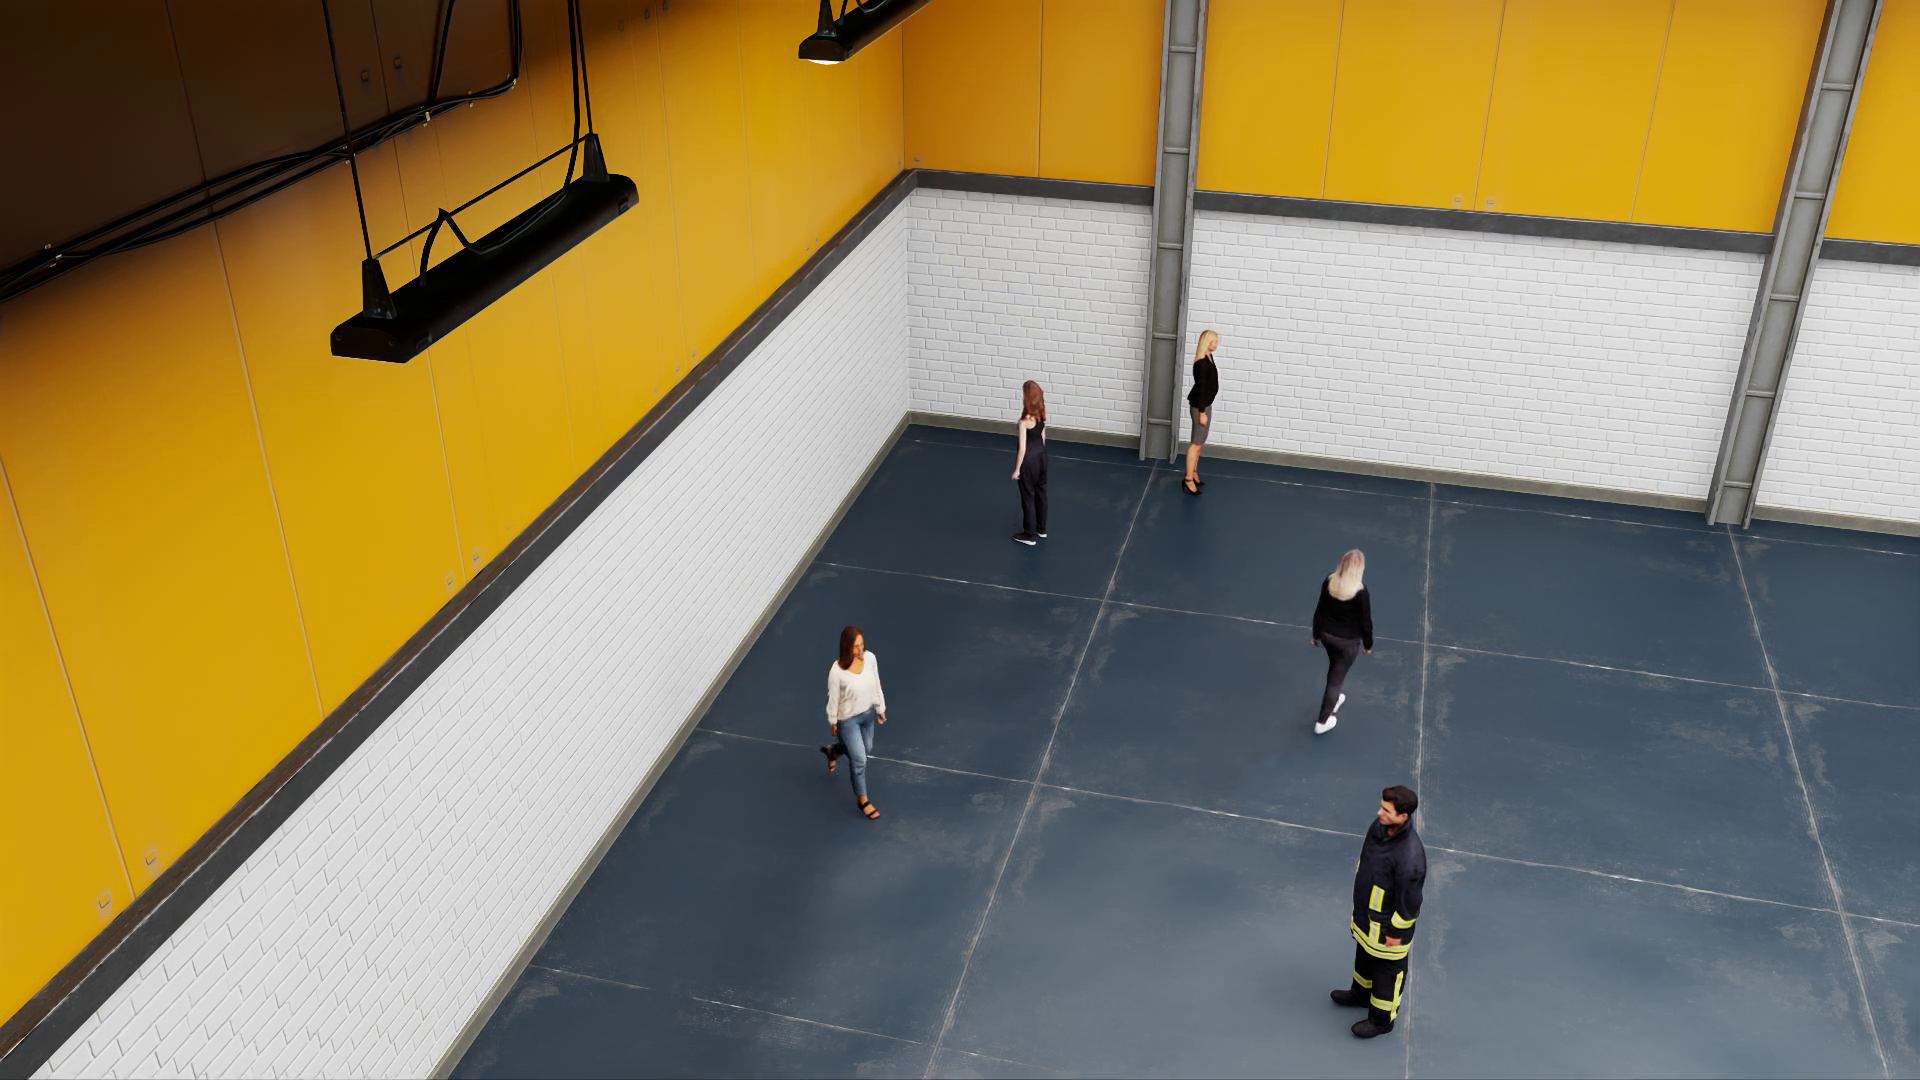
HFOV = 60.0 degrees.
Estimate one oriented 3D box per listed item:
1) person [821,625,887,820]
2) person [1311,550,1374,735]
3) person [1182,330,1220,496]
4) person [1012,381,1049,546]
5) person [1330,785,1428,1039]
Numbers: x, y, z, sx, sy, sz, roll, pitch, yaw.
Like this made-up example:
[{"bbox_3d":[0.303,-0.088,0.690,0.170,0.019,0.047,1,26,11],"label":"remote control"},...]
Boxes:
[{"bbox_3d":[-0.866,1.342,12.872,0.921,1.658,1.067,-24,37,-37],"label":"person"},{"bbox_3d":[3.079,0.873,13.724,0.879,1.666,0.902,24,37,37],"label":"person"},{"bbox_3d":[2.544,-1.362,17.642,0.535,1.839,0.599,7,29,12],"label":"person"},{"bbox_3d":[0.735,-0.782,16.678,0.660,1.743,0.660,23,36,36],"label":"person"},{"bbox_3d":[2.751,2.362,10.721,0.860,1.928,0.882,-6,29,-11],"label":"person"}]
